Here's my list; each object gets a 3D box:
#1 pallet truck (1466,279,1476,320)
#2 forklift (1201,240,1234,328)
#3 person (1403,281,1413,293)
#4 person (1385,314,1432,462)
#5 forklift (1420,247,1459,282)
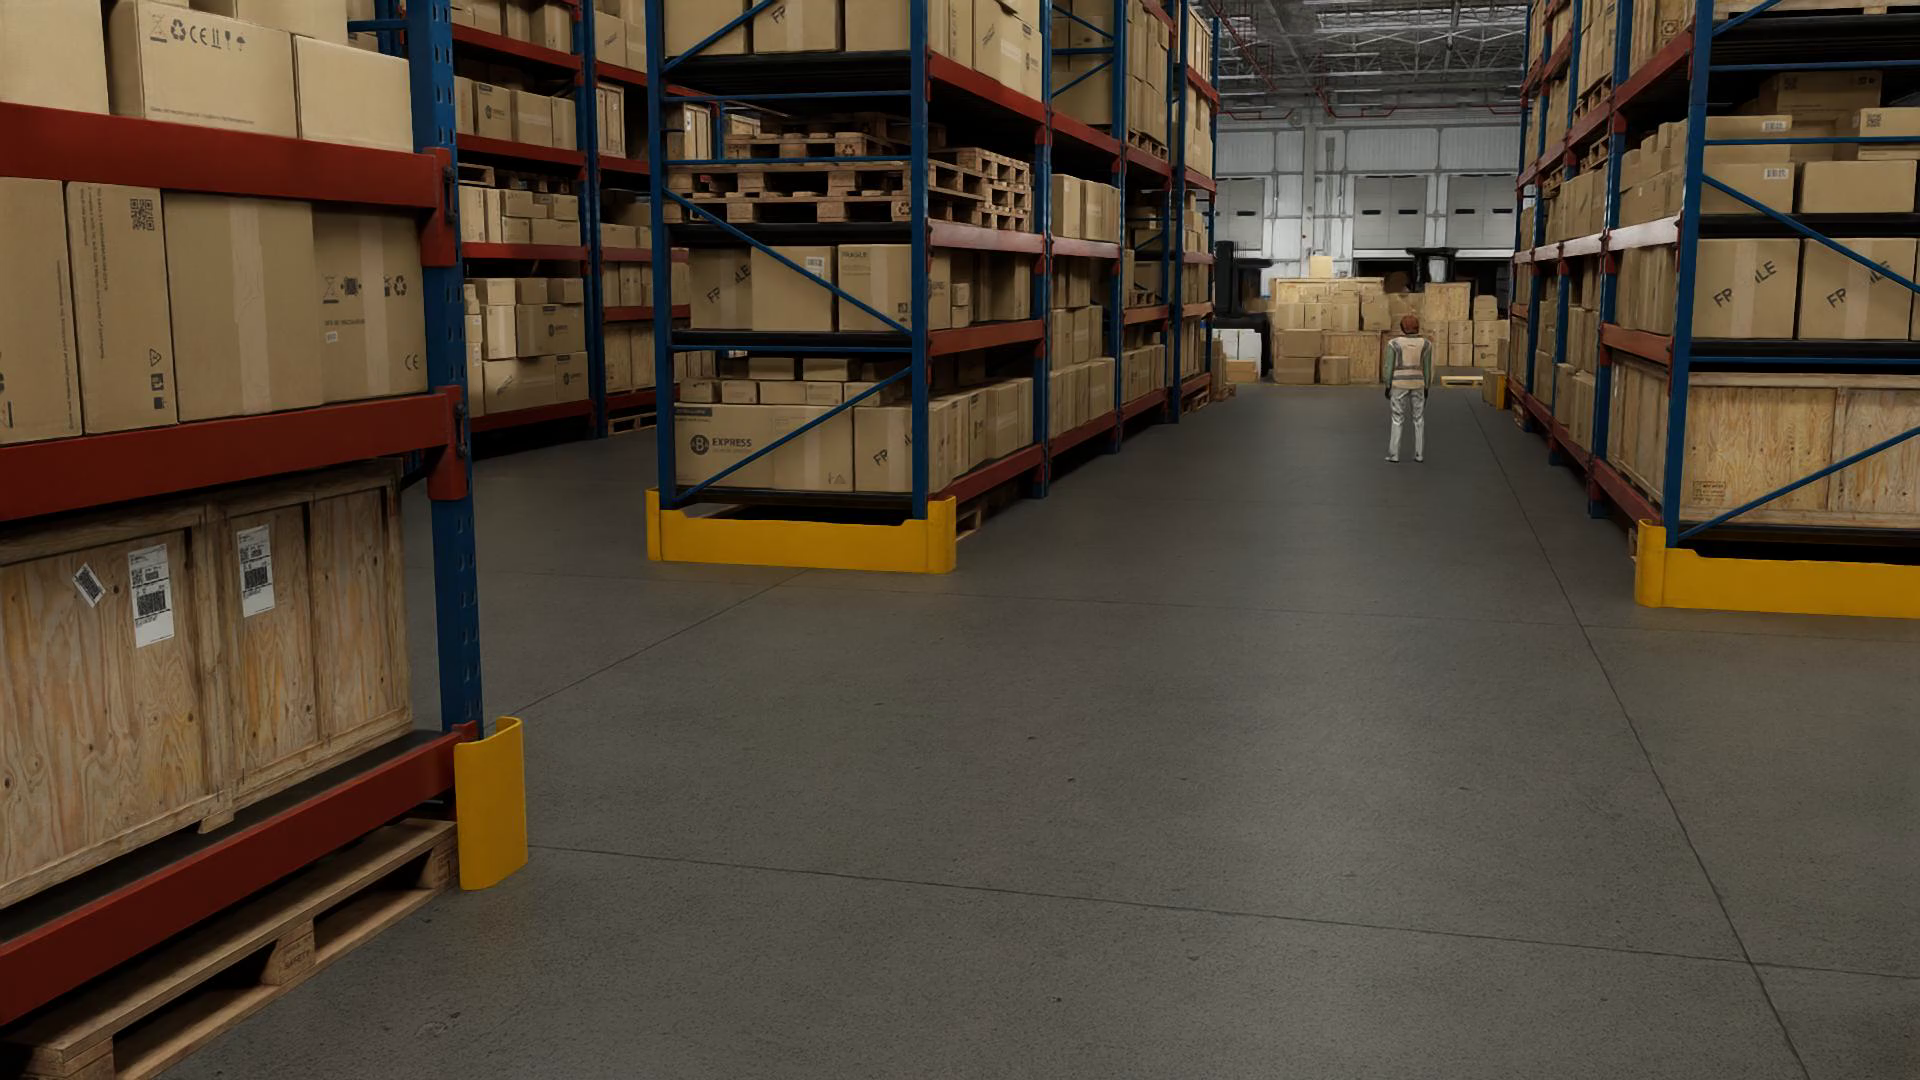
[{"bbox_3d":[18.896,-8.459,60.307,1.885,1.965,0.823,5,10,31],"label":"pallet truck"},{"bbox_3d":[5.697,-5.090,36.110,1.873,2.768,1.129,2,9,15],"label":"forklift"},{"bbox_3d":[15.044,-7.750,55.993,0.352,1.937,0.635,0,9,3],"label":"person"},{"bbox_3d":[4.932,-1.662,18.307,0.507,1.630,0.316,0,9,-2],"label":"person"},{"bbox_3d":[12.539,-6.285,43.706,1.129,2.768,1.873,6,11,34],"label":"forklift"}]
